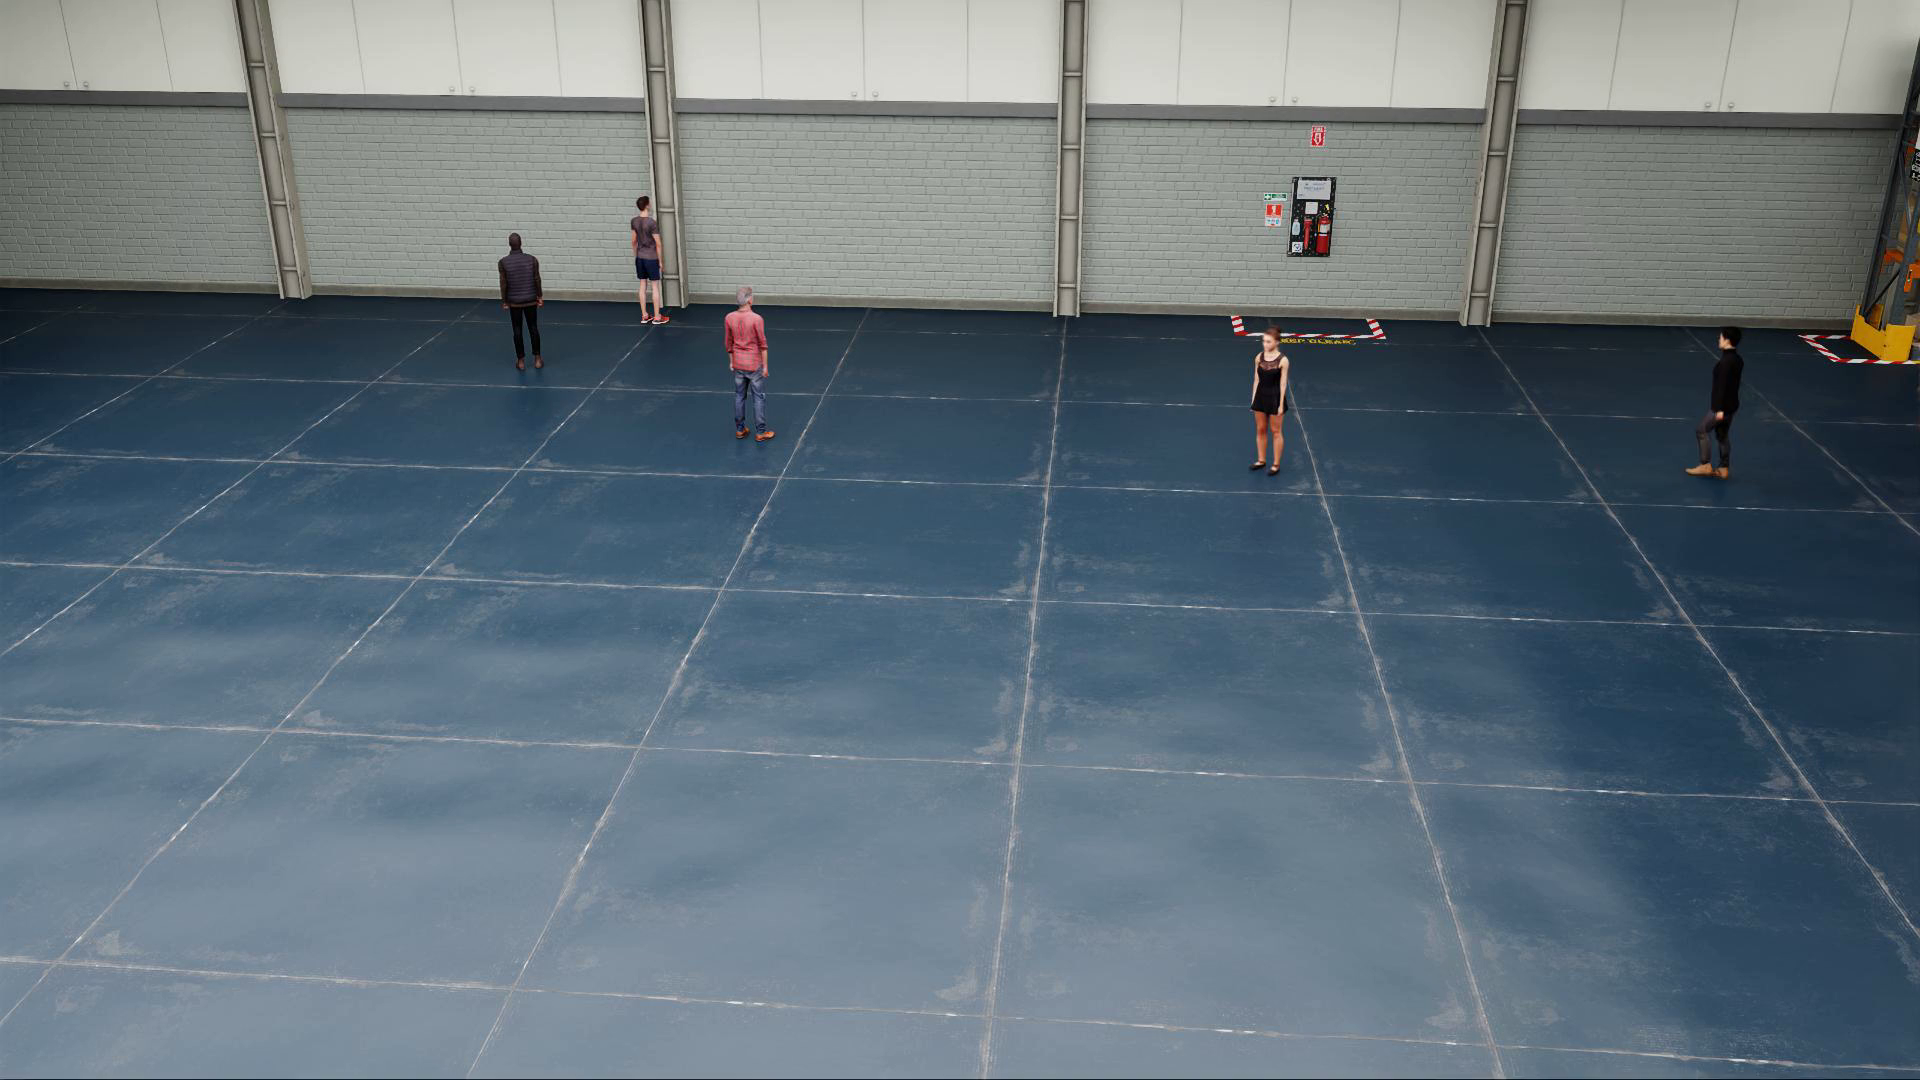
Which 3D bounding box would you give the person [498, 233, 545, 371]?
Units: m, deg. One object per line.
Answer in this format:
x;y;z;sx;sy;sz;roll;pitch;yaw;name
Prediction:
-5.827;-3.183;22.132;0.672;1.836;0.830;-8;24;-17;person

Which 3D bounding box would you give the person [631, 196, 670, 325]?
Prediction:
-4.554;-4.075;24.207;0.625;1.853;0.779;11;25;24;person

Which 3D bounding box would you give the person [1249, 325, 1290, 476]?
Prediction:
3.463;-1.568;18.532;0.671;1.680;0.751;19;30;37;person

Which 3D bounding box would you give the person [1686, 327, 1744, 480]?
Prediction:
8.455;-1.473;18.271;0.821;1.711;0.868;-21;31;-40;person

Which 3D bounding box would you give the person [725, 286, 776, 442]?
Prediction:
-2.489;-2.077;19.537;0.608;1.831;0.805;9;25;21;person
